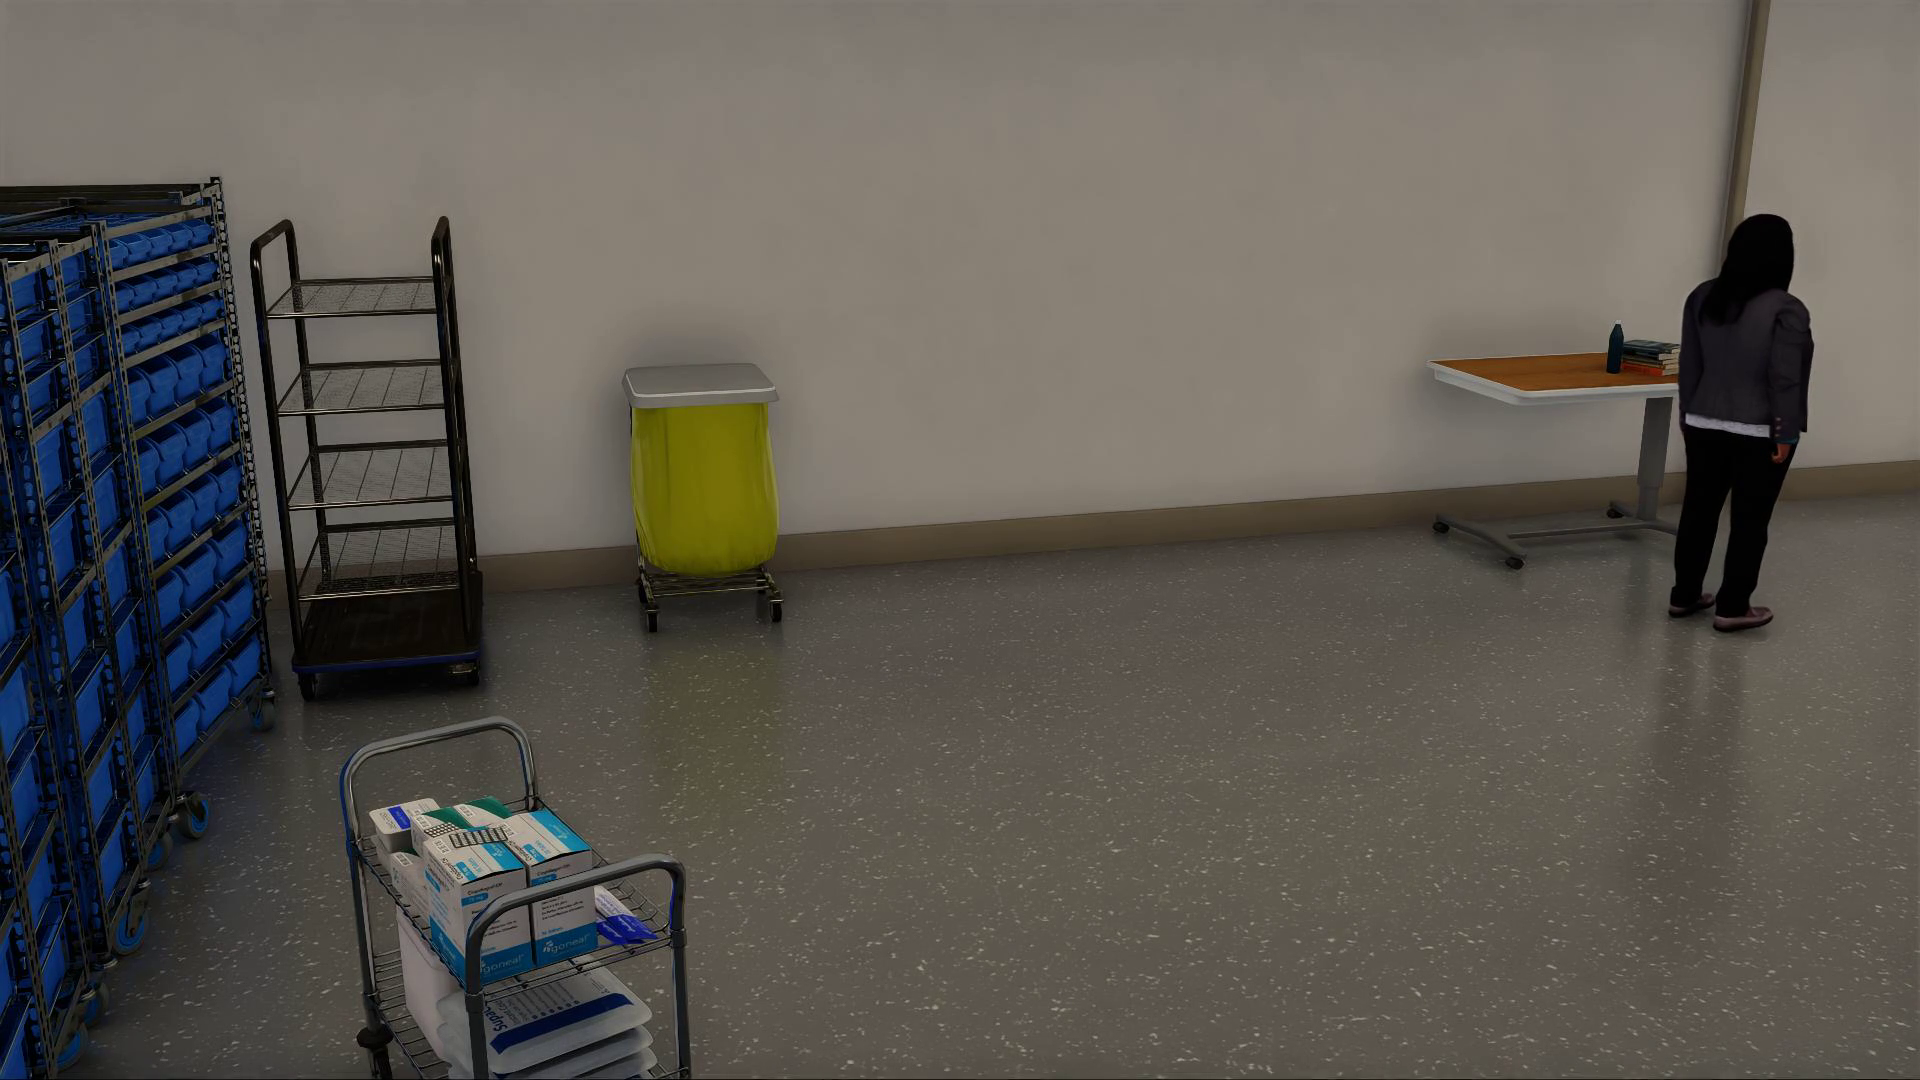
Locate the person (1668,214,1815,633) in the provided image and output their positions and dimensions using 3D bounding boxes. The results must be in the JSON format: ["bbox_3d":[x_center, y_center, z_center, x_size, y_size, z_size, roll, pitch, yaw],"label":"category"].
[{"bbox_3d":[2.997,-0.446,6.409,0.742,1.598,0.739,-9,18,-29],"label":"person"}]
